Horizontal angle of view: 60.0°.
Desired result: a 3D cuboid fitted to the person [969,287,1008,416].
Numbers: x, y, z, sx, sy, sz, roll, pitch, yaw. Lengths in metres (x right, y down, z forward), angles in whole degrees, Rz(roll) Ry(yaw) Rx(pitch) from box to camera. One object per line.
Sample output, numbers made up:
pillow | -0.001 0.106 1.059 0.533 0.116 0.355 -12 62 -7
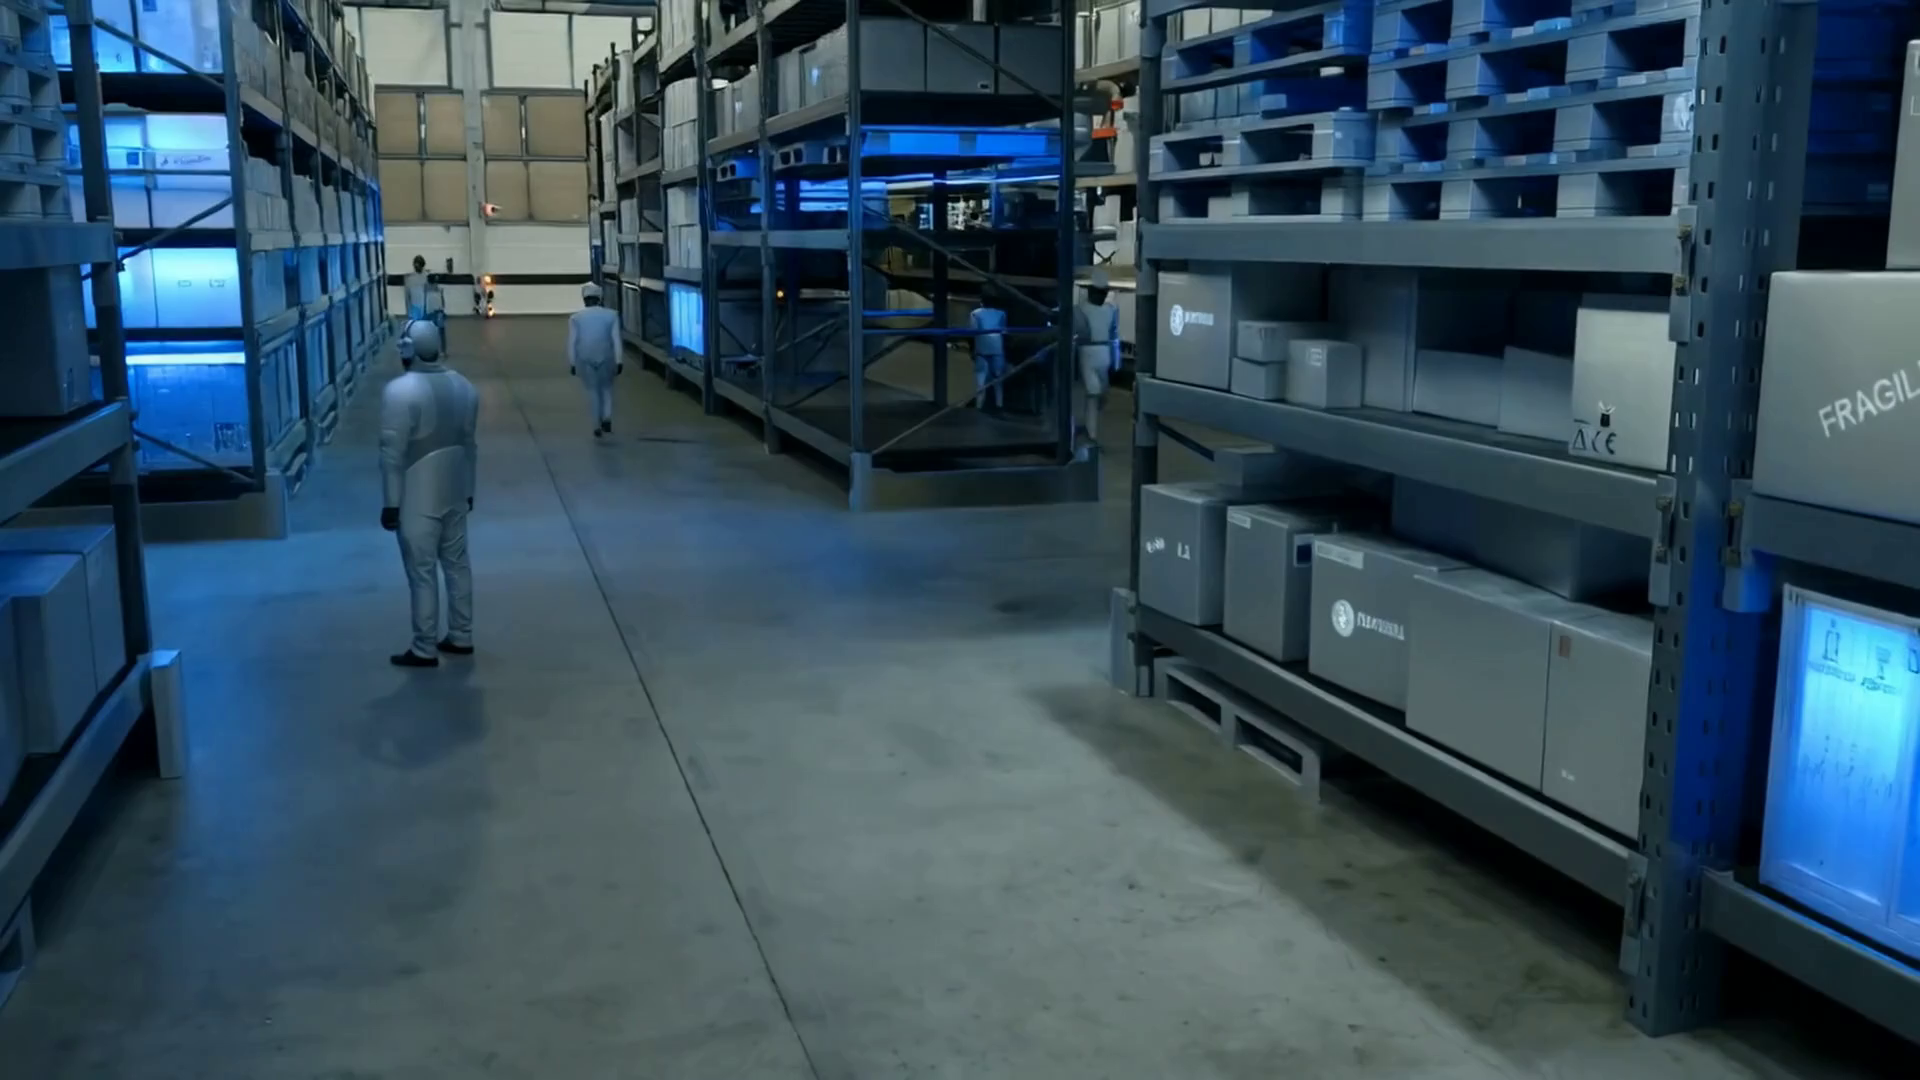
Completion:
person | 0.371 -2.465 21.830 0.535 1.697 0.318 -2 11 -10

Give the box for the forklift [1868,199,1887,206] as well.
forklift | 11.338 -2.915 21.052 1.129 2.768 1.873 -3 11 -17

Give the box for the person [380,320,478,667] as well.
person | -2.941 -0.257 9.183 0.400 1.901 0.645 5 11 25

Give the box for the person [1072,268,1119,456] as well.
person | 1.417 -1.946 18.118 0.617 2.016 0.826 -6 12 -28

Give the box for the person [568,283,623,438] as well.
person | -4.341 -2.141 19.752 0.625 1.798 0.855 -3 11 -17

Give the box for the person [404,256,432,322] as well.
person | -10.795 -4.698 33.306 0.649 1.971 0.460 -5 11 -25

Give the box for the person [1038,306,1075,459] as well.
person | 1.023 -1.654 17.588 0.288 1.625 0.497 -8 13 -36

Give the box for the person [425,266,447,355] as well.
person | -10.436 -4.547 33.062 0.532 1.765 0.332 6 12 30
